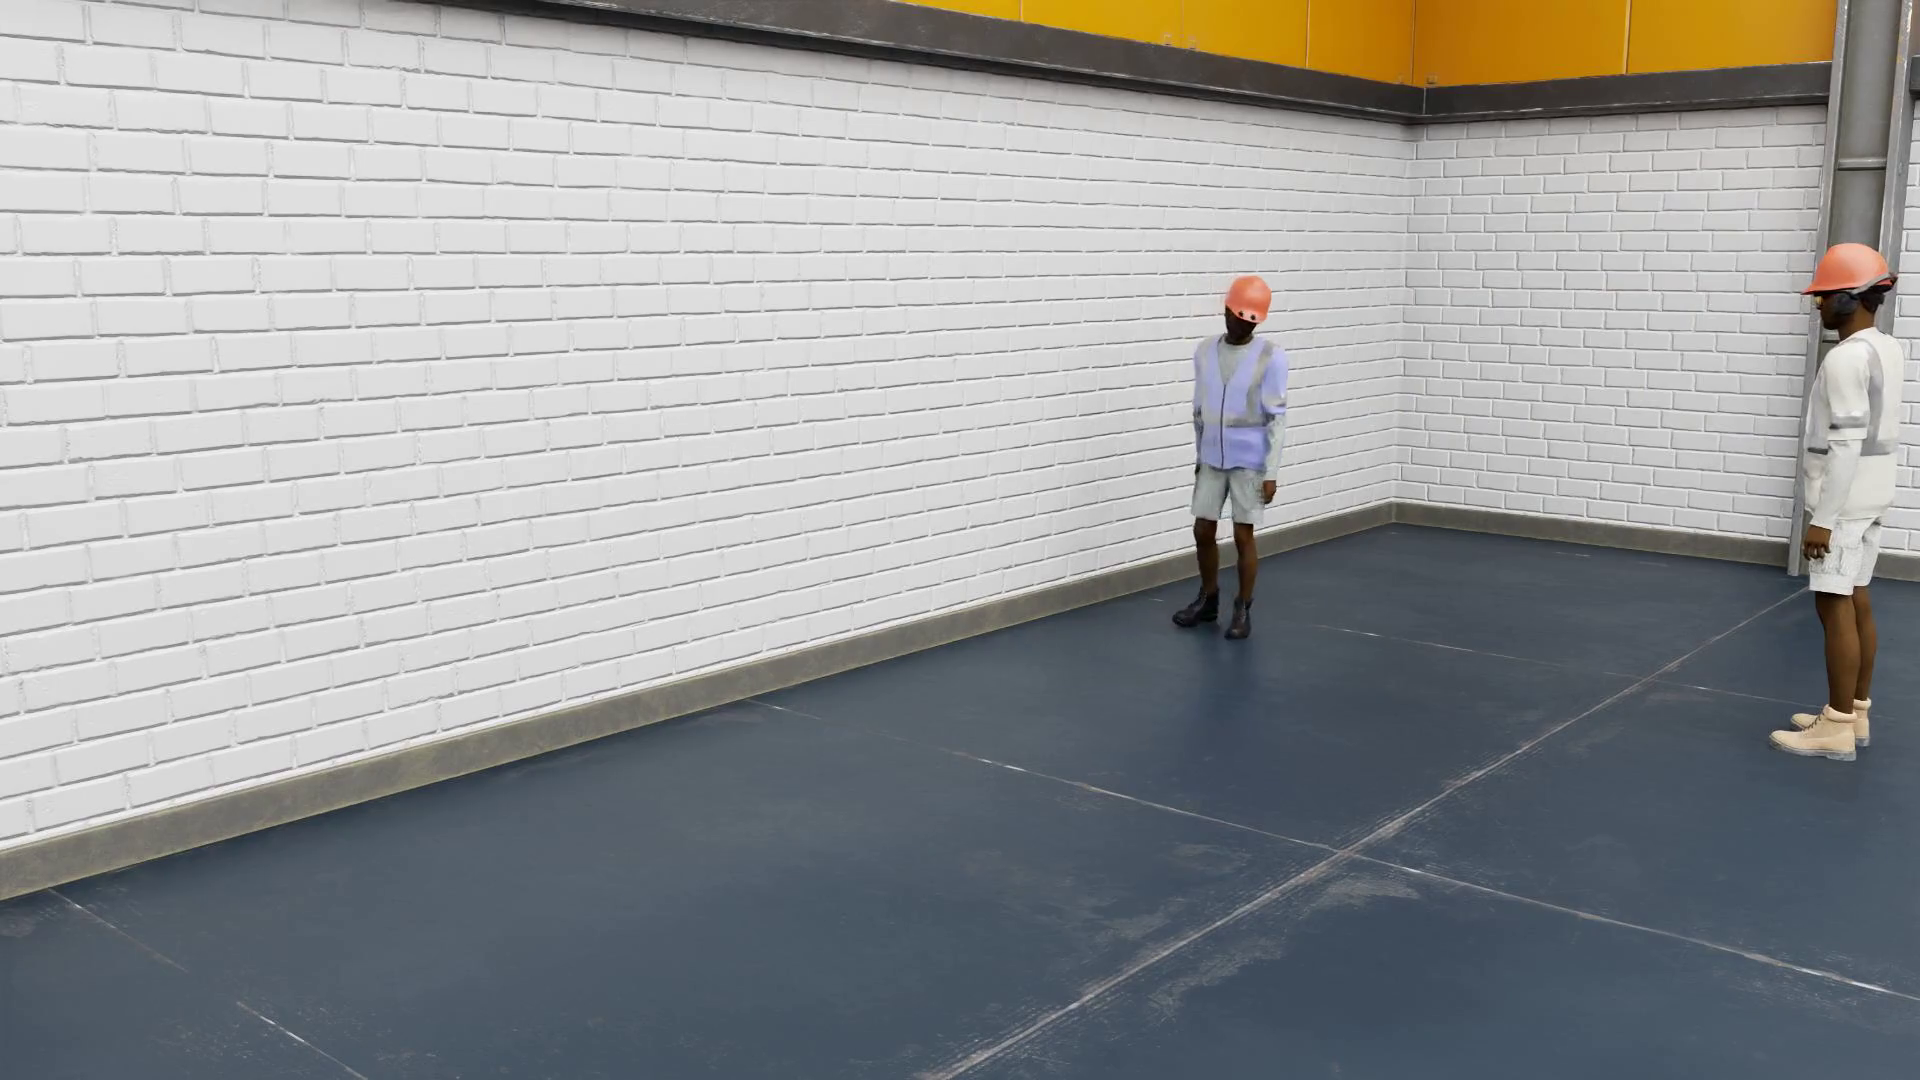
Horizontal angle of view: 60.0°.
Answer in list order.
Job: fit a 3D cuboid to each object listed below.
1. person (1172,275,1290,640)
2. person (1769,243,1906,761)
[{"bbox_3d":[1.406,-0.412,8.554,0.602,1.889,0.499,8,13,38],"label":"person"},{"bbox_3d":[3.490,-0.149,6.629,0.395,2.038,0.615,9,13,42],"label":"person"}]
